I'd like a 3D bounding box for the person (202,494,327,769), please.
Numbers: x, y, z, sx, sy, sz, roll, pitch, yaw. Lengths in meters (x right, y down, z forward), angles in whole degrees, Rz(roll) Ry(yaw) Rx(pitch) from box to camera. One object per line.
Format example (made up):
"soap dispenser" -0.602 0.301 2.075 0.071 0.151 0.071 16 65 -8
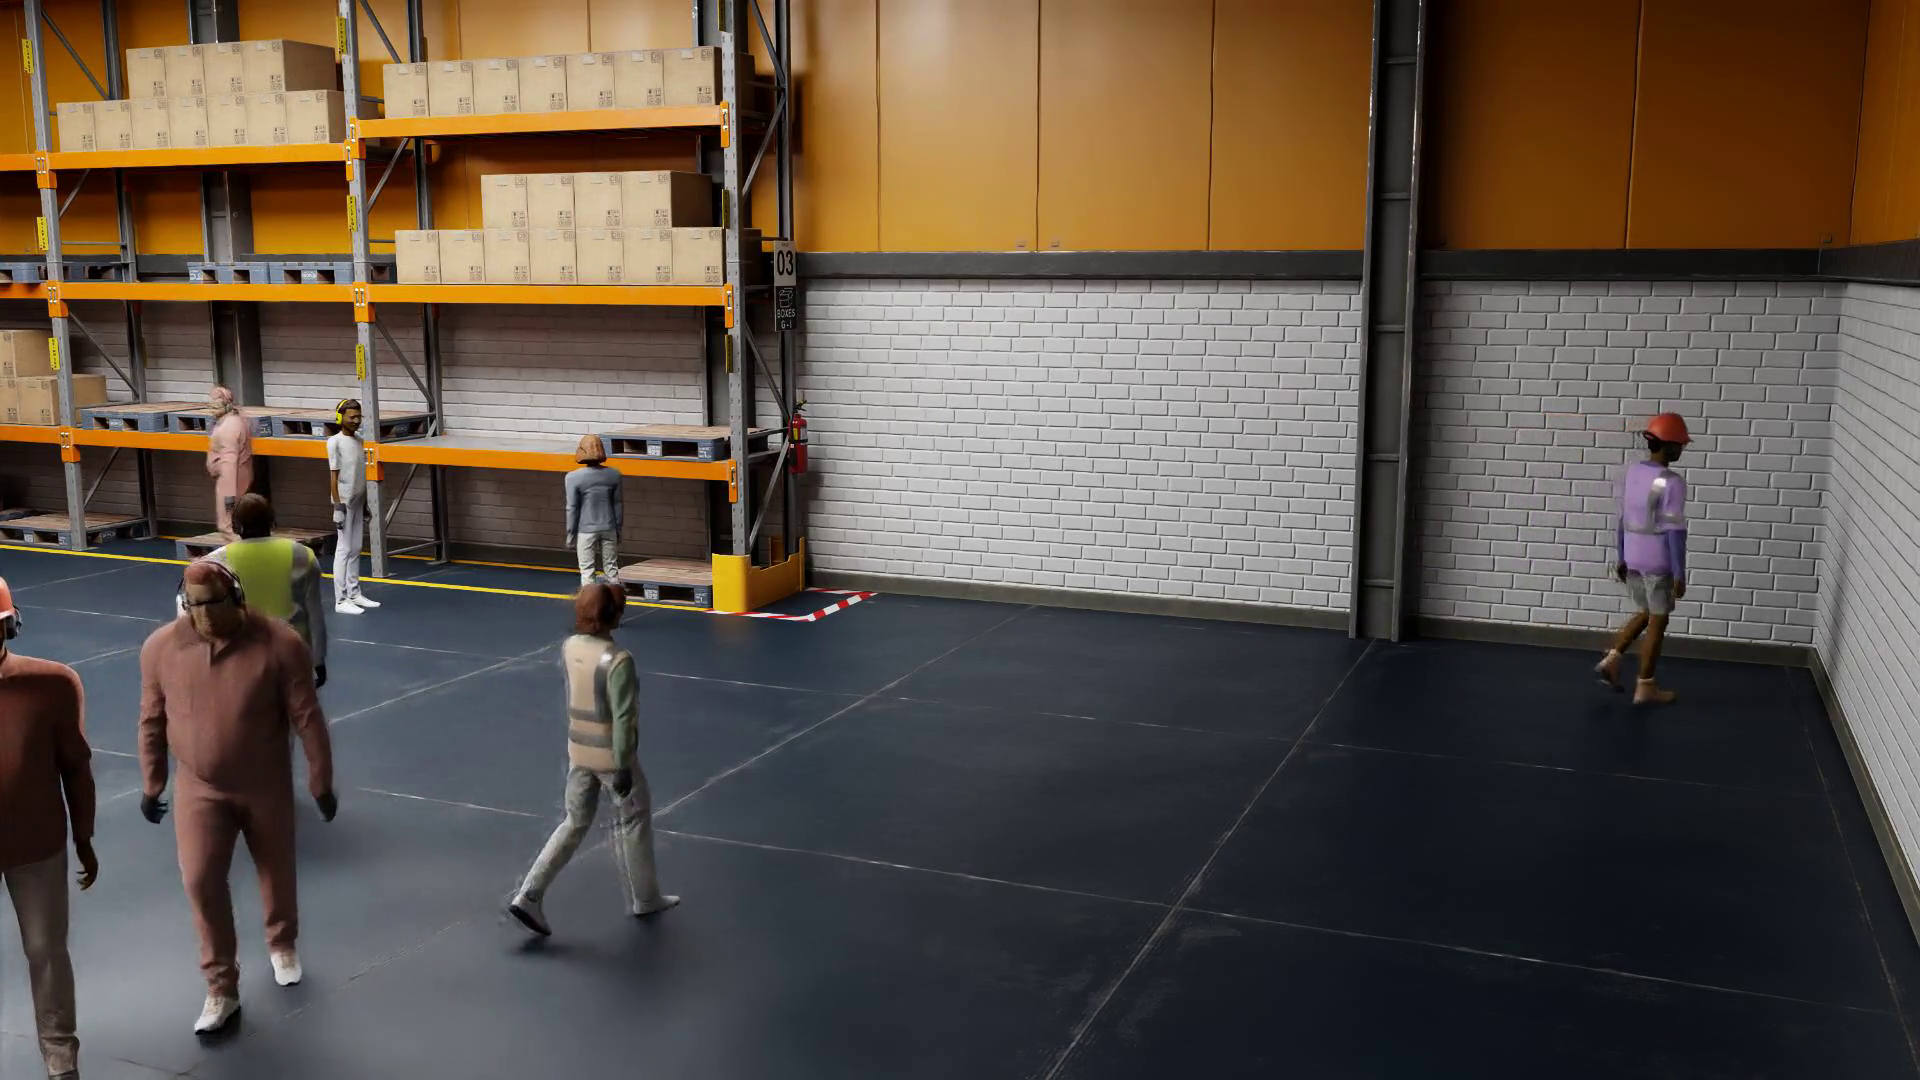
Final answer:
"person" -3.795 0.640 9.044 0.644 1.791 0.977 -6 11 -31

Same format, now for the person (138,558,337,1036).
"person" -2.912 0.993 6.667 0.742 1.854 0.905 -2 10 -14

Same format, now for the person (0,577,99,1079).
"person" -3.346 1.071 5.793 0.623 1.992 0.396 -5 11 -29

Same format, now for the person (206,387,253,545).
"person" -6.911 -0.509 15.777 0.398 1.873 0.743 -1 9 -8

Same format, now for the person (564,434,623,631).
"person" -3.013 -0.054 13.714 0.509 1.630 0.280 -7 12 -36

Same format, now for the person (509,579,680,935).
"person" -1.667 0.980 7.506 0.522 1.614 0.770 9 13 43

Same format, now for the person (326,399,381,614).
"person" -5.289 -0.297 14.475 0.329 1.865 0.513 2 9 9

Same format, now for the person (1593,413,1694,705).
"person" 4.702 0.140 11.337 0.485 2.024 0.628 -2 10 -13

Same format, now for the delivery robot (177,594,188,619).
"delivery robot" -5.819 0.547 13.038 0.707 0.478 0.477 7 12 37
